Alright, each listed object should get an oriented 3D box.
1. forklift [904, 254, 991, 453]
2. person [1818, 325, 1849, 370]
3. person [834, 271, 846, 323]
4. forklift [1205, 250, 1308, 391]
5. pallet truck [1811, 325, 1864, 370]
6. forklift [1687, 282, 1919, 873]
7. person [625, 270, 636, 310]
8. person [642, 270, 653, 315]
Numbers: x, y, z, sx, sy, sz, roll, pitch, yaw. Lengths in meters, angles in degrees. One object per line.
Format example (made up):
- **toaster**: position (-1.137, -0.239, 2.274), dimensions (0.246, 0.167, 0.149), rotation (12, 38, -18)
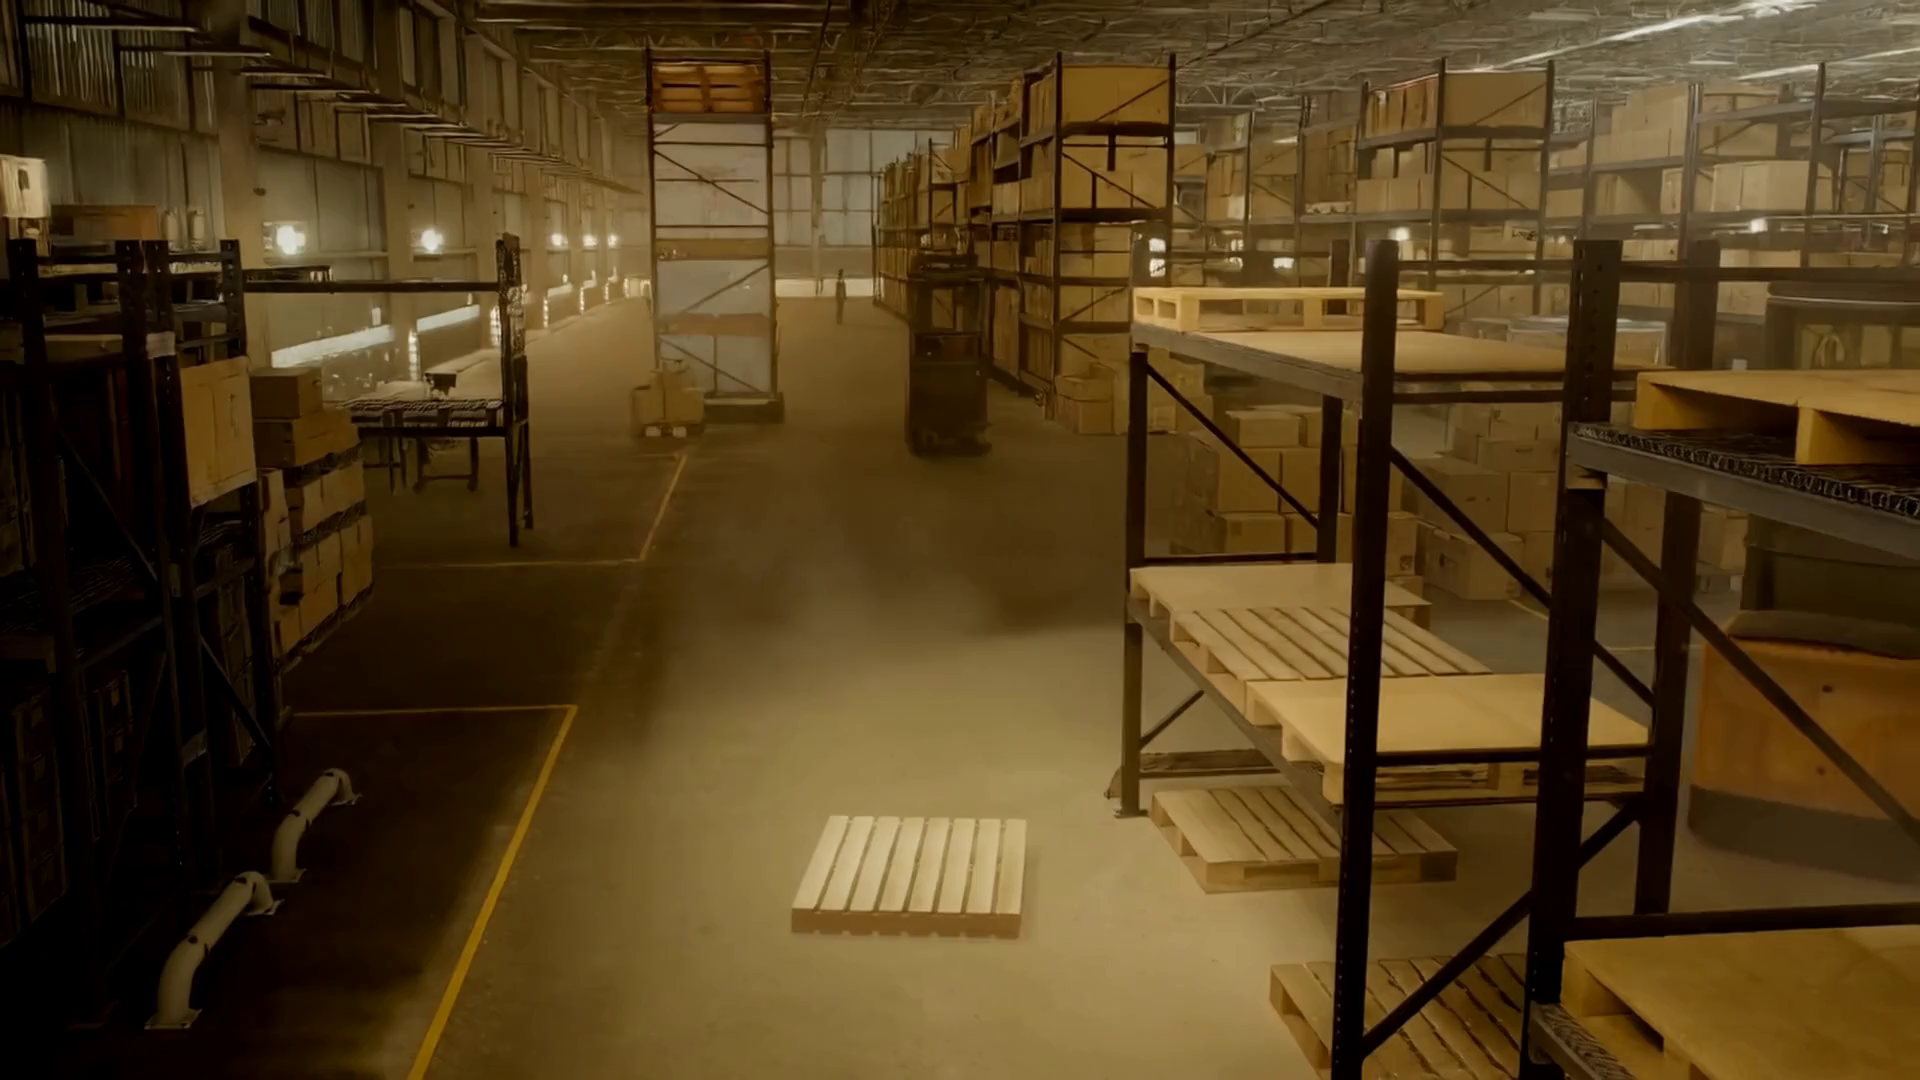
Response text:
- **forklift**: position (-0.219, -2.749, 24.165), dimensions (1.129, 2.768, 1.873), rotation (-1, 10, -6)
- **person**: position (12.751, -2.303, 24.394), dimensions (0.385, 1.911, 0.592), rotation (6, 12, 30)
- **person**: position (-4.373, -8.899, 60.953), dimensions (0.400, 1.905, 0.643), rotation (3, 11, 18)
- **forklift**: position (6.005, -4.441, 33.541), dimensions (1.873, 2.768, 1.129), rotation (-1, 10, -6)
- **pallet truck**: position (15.846, -3.142, 28.793), dimensions (1.885, 1.965, 0.823), rotation (2, 10, 12)
- **forklift**: position (4.600, 0.063, 8.585), dimensions (1.129, 2.768, 1.873), rotation (7, 12, 34)
- **person**: position (-14.268, -10.799, 71.958), dimensions (0.576, 1.733, 0.351), rotation (-8, 13, -38)
- **person**: position (-12.586, -10.022, 67.365), dimensions (0.605, 1.828, 0.490), rotation (1, 10, 4)
